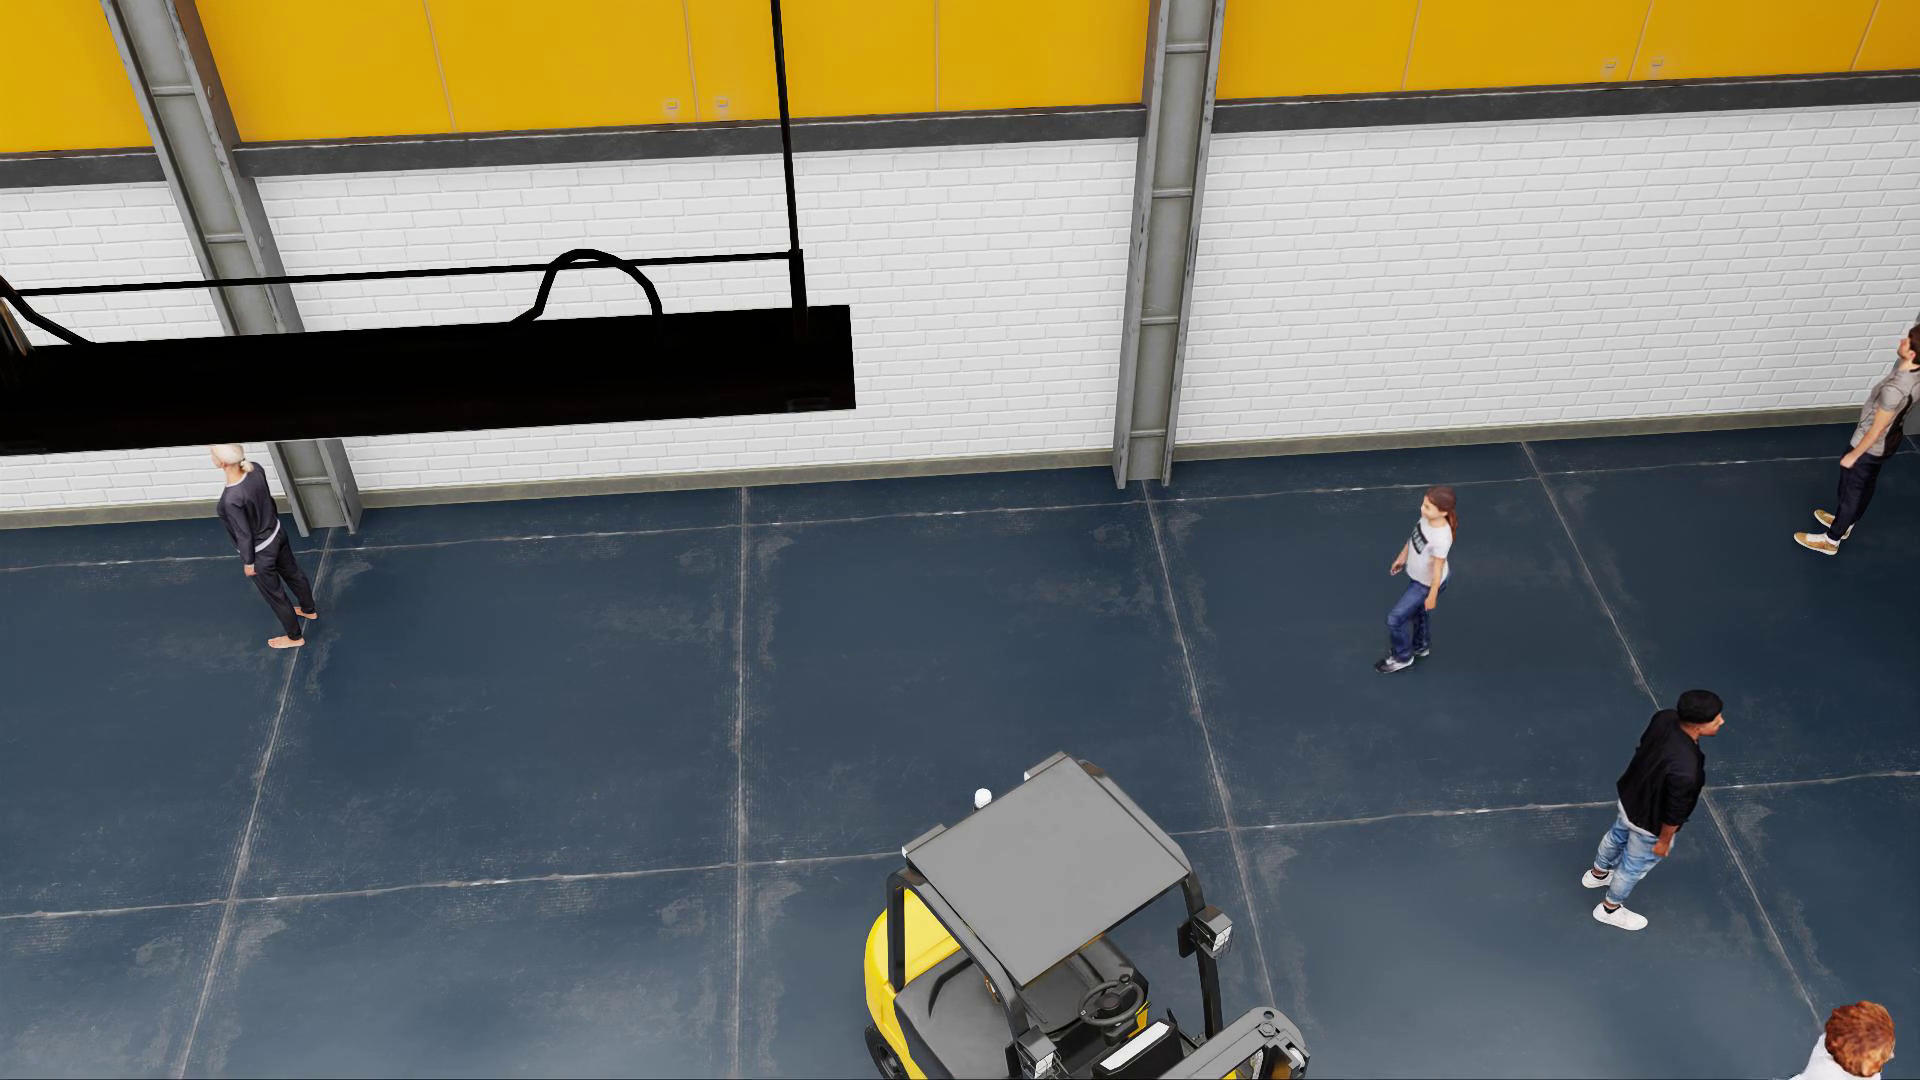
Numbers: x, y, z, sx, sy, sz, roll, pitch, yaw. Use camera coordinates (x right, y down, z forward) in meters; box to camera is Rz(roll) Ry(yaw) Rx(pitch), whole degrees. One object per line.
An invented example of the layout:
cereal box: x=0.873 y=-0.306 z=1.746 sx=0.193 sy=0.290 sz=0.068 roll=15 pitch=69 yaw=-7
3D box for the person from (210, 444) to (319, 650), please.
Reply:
person: x=-4.541 y=-0.007 z=10.820 sx=0.582 sy=1.727 sz=0.641 roll=4 pitch=44 yaw=5

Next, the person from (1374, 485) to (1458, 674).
person: x=3.060 y=0.231 z=10.703 sx=0.637 sy=1.543 sz=0.575 roll=2 pitch=44 yaw=2

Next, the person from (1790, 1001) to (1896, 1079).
person: x=3.988 y=2.714 z=7.989 sx=0.818 sy=1.692 sz=0.781 roll=22 pitch=48 yaw=22

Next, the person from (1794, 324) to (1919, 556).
person: x=6.281 y=-0.684 z=11.408 sx=0.704 sy=1.896 sz=0.798 roll=-31 pitch=52 yaw=-28

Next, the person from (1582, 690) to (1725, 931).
person: x=3.833 y=1.460 z=9.218 sx=0.648 sy=1.812 sz=0.729 roll=3 pitch=44 yaw=3
